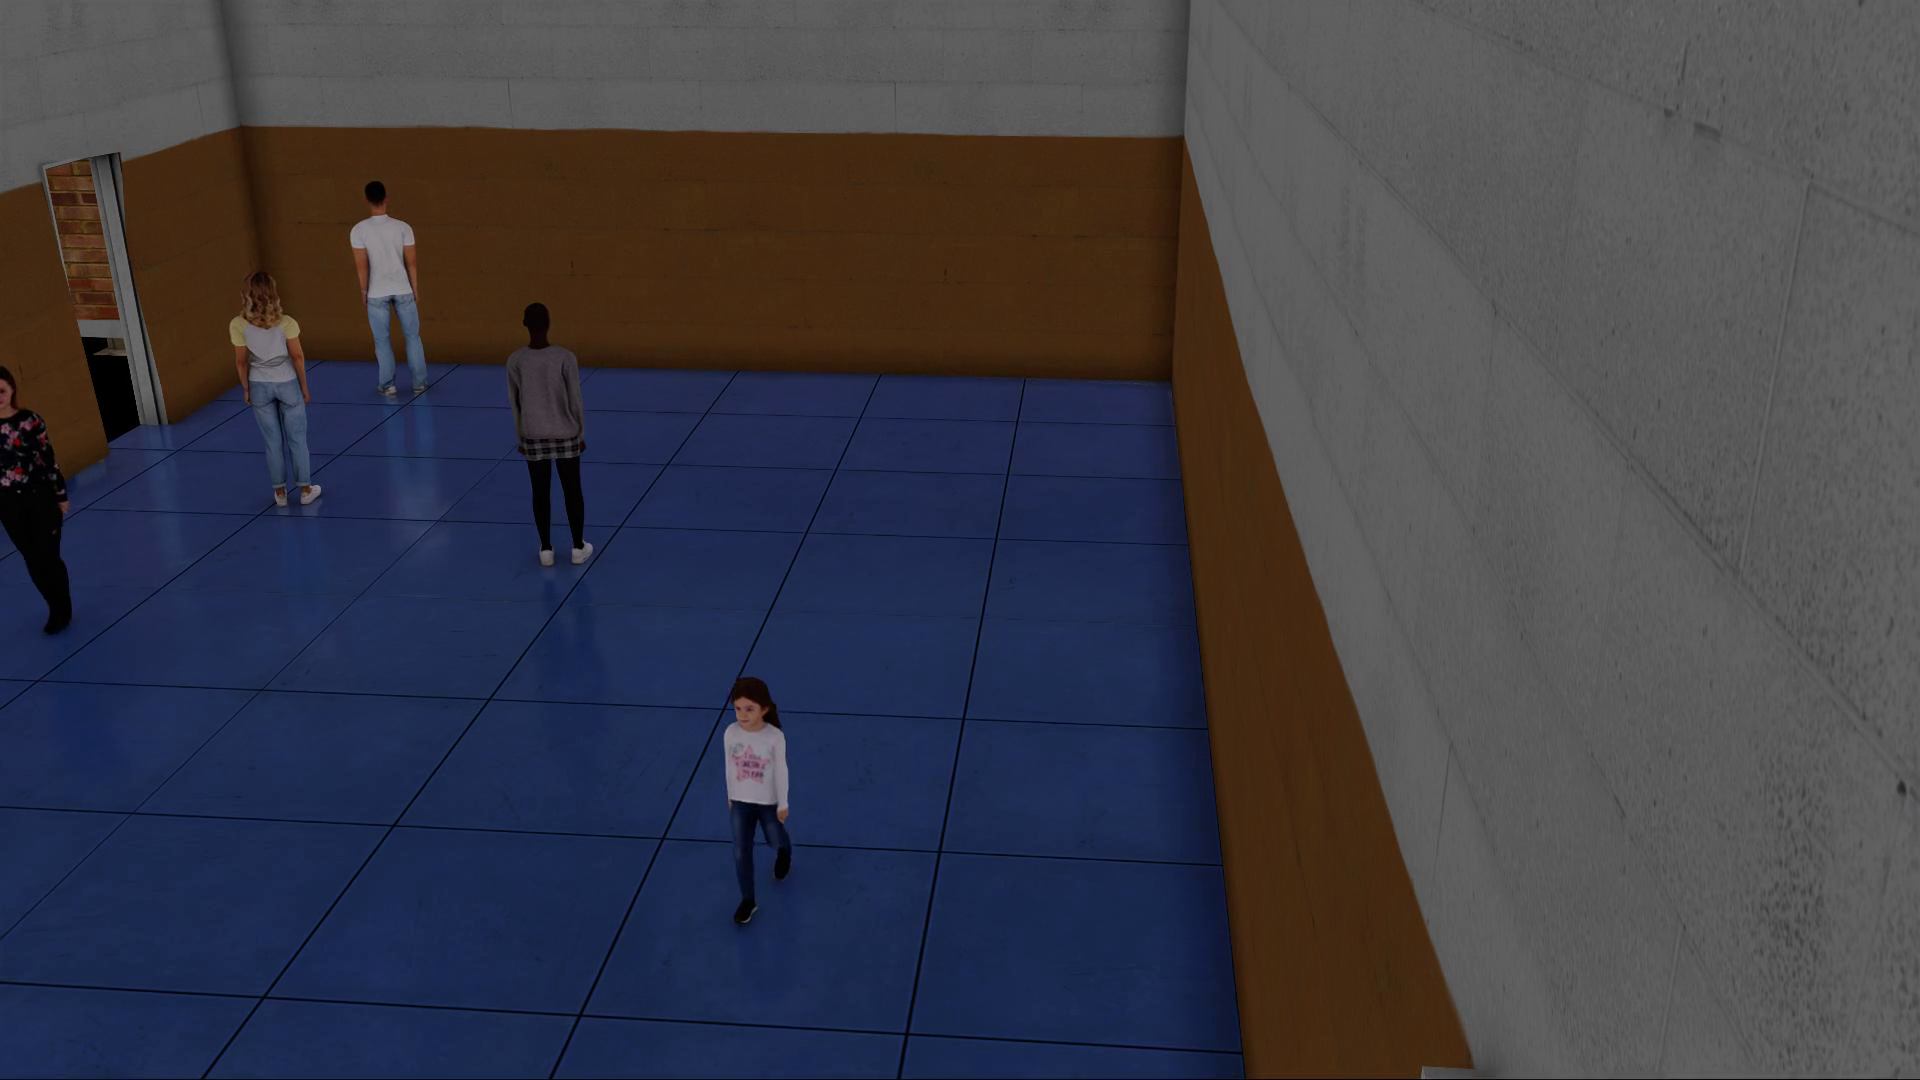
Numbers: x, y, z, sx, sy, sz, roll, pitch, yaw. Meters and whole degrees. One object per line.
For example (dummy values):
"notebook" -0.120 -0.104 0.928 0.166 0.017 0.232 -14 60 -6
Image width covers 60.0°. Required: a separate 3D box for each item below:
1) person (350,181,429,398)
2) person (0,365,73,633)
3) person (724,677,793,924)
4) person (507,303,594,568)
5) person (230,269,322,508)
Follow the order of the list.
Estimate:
"person" -4.962 -2.180 14.467 0.689 1.863 0.819 -10 24 -22
"person" -5.555 -0.261 9.949 0.577 1.670 0.728 -4 22 -9
"person" -0.874 1.100 7.336 0.713 1.094 0.556 4 22 11
"person" -2.681 -0.687 10.874 0.534 1.771 0.713 -2 22 -5
"person" -4.893 -1.079 11.894 0.594 1.723 0.747 -5 22 -12
